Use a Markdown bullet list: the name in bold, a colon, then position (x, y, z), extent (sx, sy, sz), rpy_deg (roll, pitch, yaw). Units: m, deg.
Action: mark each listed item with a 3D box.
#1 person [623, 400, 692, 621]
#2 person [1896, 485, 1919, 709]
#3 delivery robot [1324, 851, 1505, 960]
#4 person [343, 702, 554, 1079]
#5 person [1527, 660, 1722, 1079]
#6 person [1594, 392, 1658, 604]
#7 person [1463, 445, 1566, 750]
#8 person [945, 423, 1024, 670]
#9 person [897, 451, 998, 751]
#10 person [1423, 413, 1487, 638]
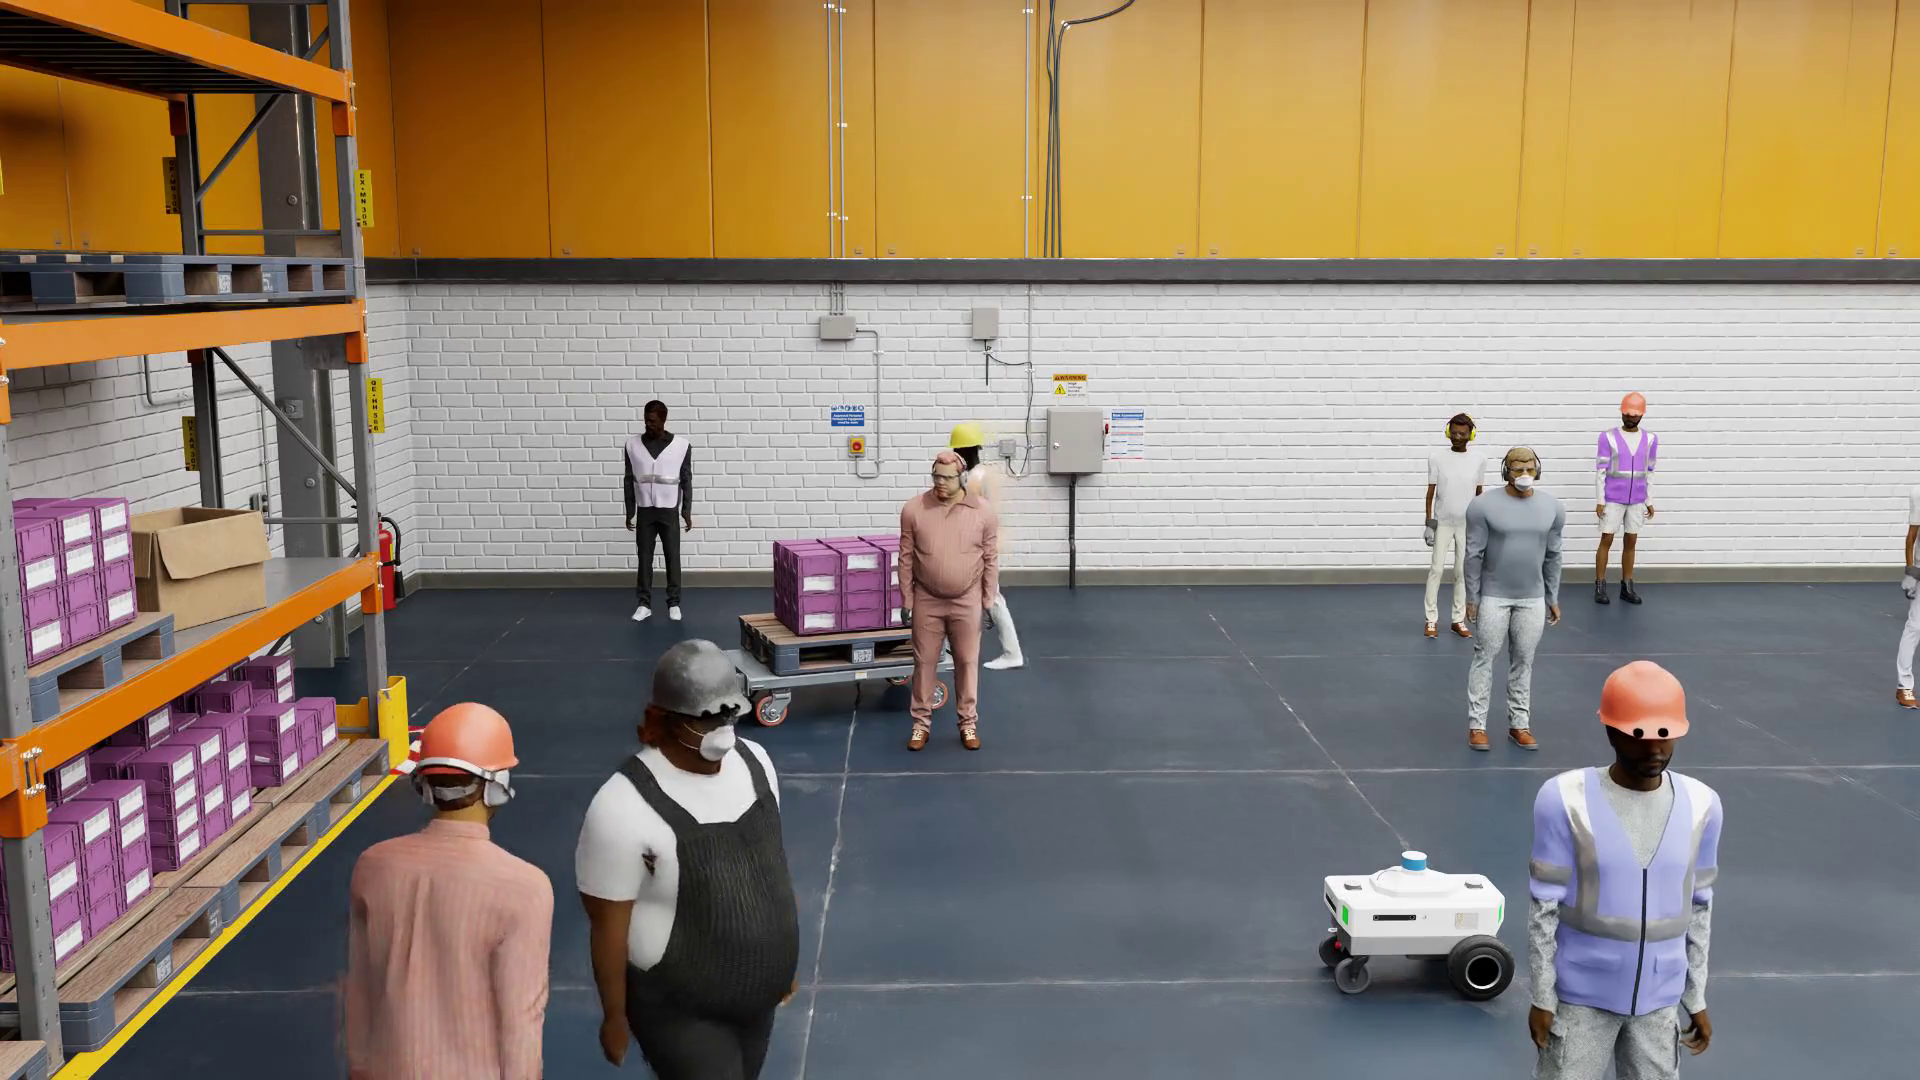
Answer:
- **person**: position (-2.607, -0.257, 14.392), extent (0.587, 1.915, 0.394), rpy_deg (0, 9, 0)
- **person**: position (6.776, 0.237, 11.489), extent (0.519, 1.874, 0.331), rpy_deg (0, 9, 0)
- **delivery robot**: position (1.919, 1.568, 7.068), extent (0.707, 0.478, 0.477), rpy_deg (0, 9, -1)
- **person**: position (-1.353, 1.411, 4.167), extent (0.624, 1.934, 0.971), rpy_deg (2, 10, 14)
- **person**: position (1.913, 1.292, 4.811), extent (0.542, 1.939, 0.369), rpy_deg (0, 9, 0)
- **person**: position (6.032, -0.376, 15.068), extent (0.542, 1.931, 0.376), rpy_deg (0, 9, 0)
- **person**: position (3.484, 0.365, 10.496), extent (0.627, 1.941, 0.374), rpy_deg (0, 9, 0)
- **person**: position (0.032, 0.057, 12.578), extent (0.990, 1.869, 0.597), rpy_deg (1, 9, 7)
- **person**: position (-0.076, 0.387, 10.482), extent (0.637, 1.904, 0.403), rpy_deg (0, 9, 0)
- **person**: position (4.074, -0.117, 13.687), extent (0.519, 1.865, 0.331), rpy_deg (0, 9, 0)
